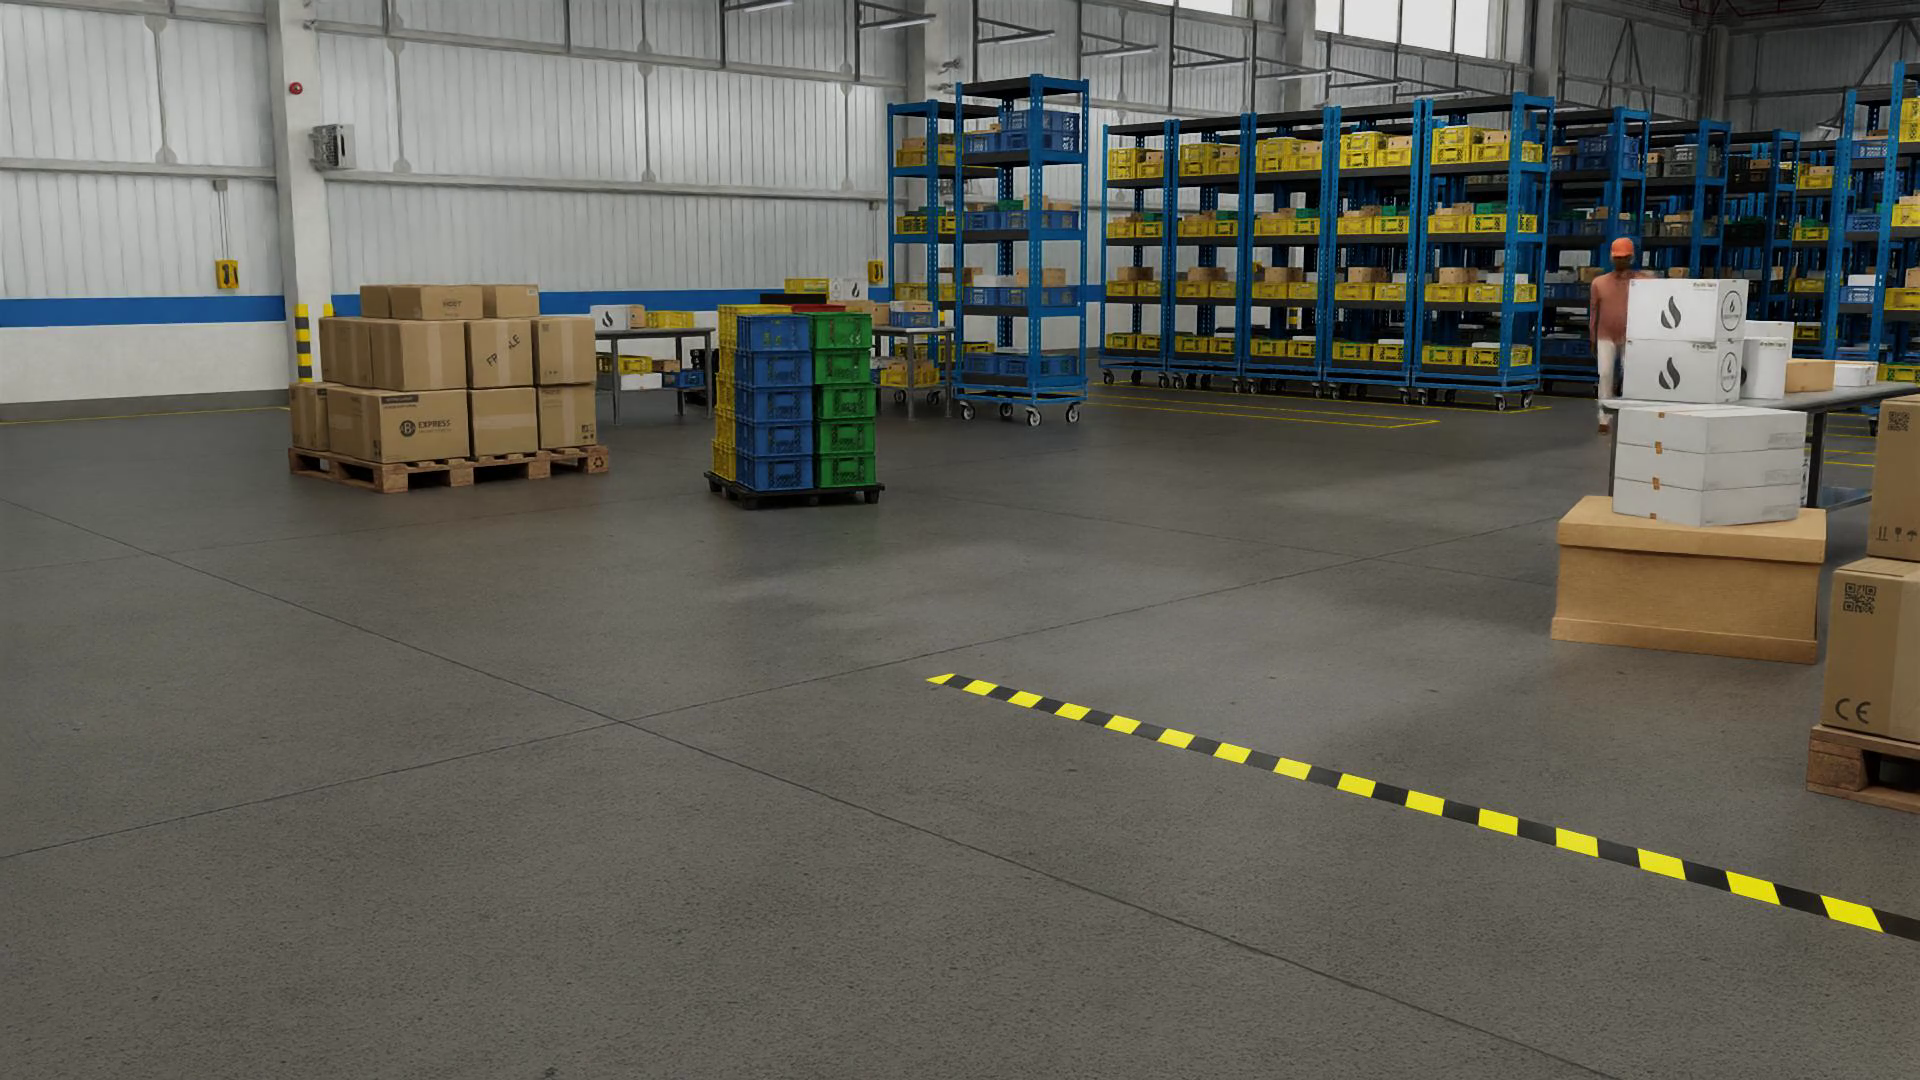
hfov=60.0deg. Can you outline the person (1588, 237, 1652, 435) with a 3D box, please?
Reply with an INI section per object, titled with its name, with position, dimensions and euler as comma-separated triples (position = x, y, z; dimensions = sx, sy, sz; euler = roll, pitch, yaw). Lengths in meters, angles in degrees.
[person]
position = 6.631, -2.049, 16.687
dimensions = 0.622, 1.968, 0.847
euler = 5, 11, 27
